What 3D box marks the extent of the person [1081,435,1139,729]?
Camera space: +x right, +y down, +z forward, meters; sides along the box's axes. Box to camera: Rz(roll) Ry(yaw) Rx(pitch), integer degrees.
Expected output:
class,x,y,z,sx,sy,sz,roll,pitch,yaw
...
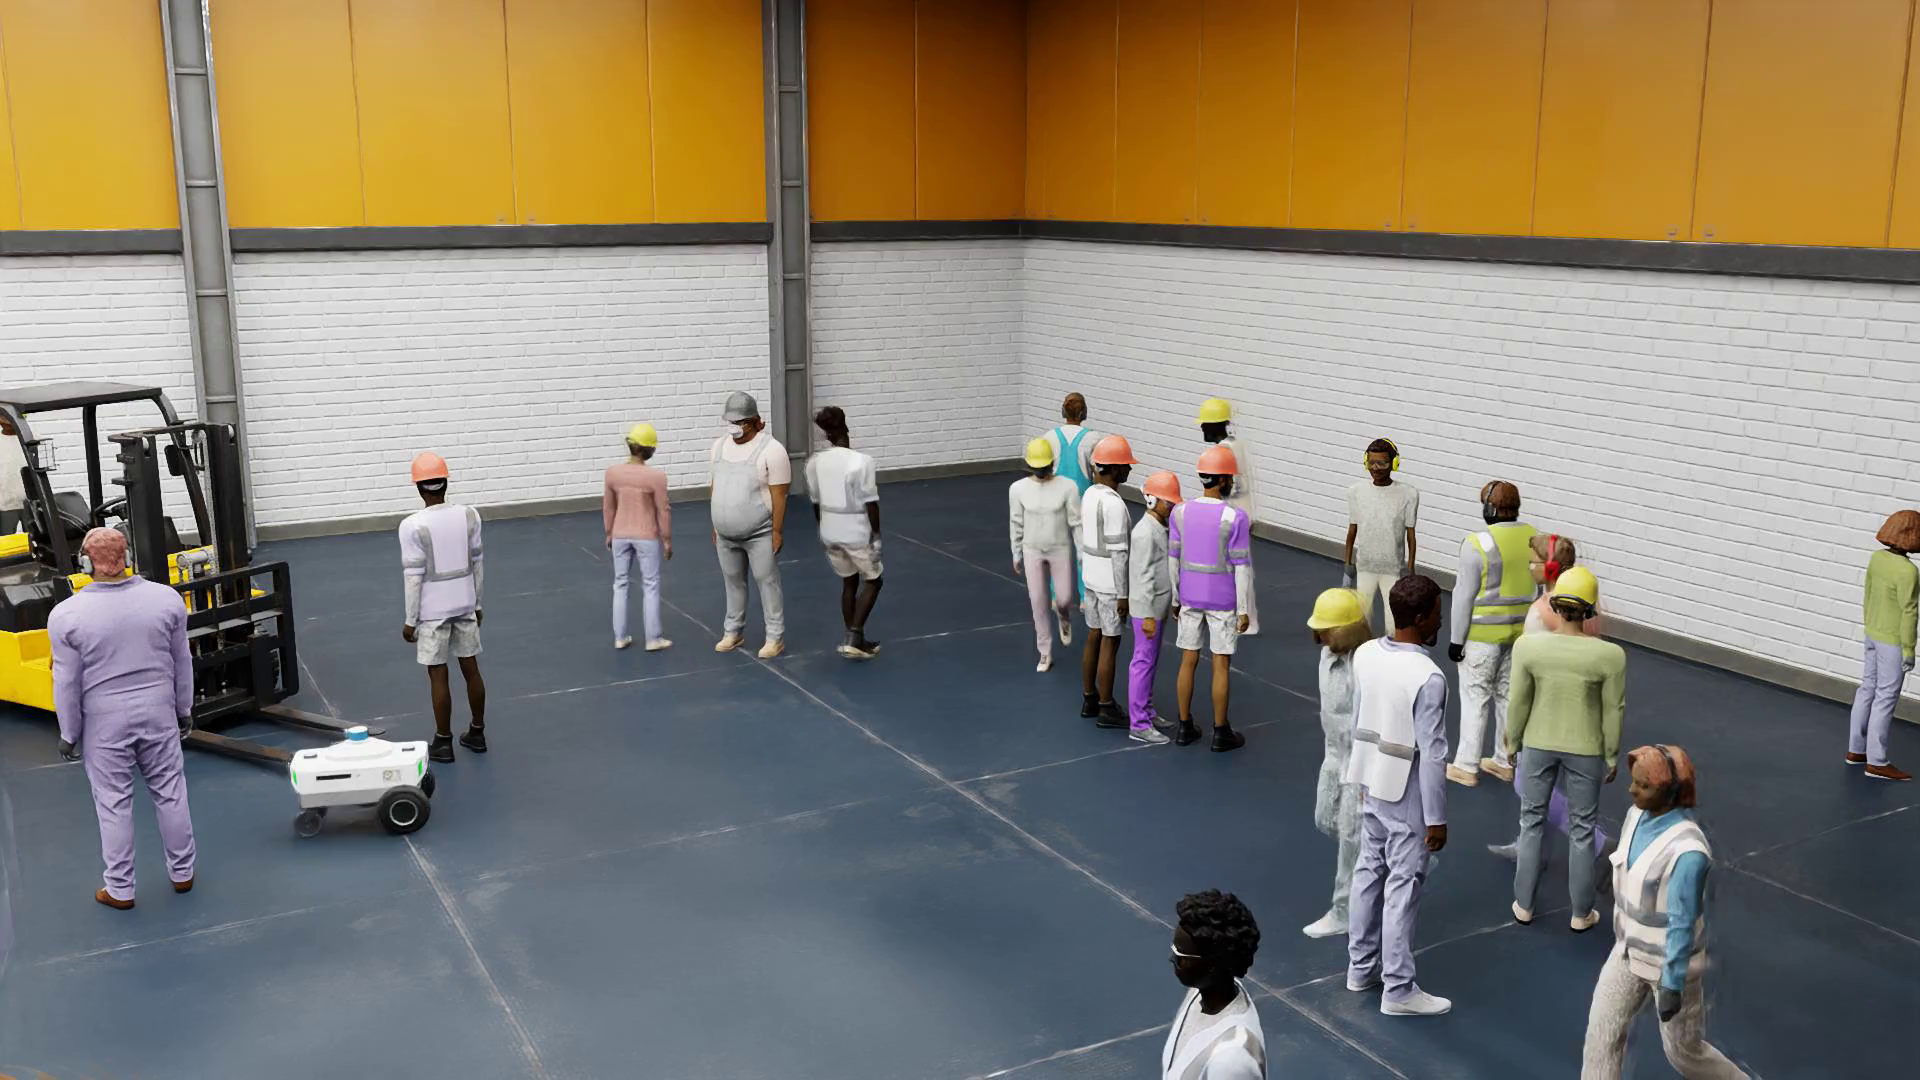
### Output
class,x,y,z,sx,sy,sz,roll,pitch,yaw
person,0.985,0.272,10.928,0.354,1.939,0.544,-4,13,-18

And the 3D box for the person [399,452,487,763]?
class,x,y,z,sx,sy,sz,roll,pitch,yaw
person,-3.200,0.416,10.273,0.374,1.930,0.542,11,16,41

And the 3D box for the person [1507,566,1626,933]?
class,x,y,z,sx,sy,sz,roll,pitch,yaw
person,2.880,0.994,7.949,0.527,1.767,0.331,6,13,26

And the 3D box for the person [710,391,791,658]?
class,x,y,z,sx,sy,sz,roll,pitch,yaw
person,-1.625,-0.125,12.546,0.684,2.000,0.536,6,14,27

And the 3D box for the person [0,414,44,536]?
class,x,y,z,sx,sy,sz,roll,pitch,yaw
person,-7.672,-0.254,13.573,0.336,1.865,0.521,11,16,42

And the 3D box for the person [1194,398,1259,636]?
class,x,y,z,sx,sy,sz,roll,pitch,yaw
person,2.049,-0.173,13.126,0.756,1.888,0.594,4,13,17

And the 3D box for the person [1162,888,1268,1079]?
class,x,y,z,sx,sy,sz,roll,pitch,yaw
person,0.692,1.758,4.533,0.320,1.695,0.537,0,12,1

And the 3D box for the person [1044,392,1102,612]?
class,x,y,z,sx,sy,sz,roll,pitch,yaw
person,0.947,-0.314,13.892,0.514,1.844,0.328,4,13,16

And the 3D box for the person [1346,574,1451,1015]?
class,x,y,z,sx,sy,sz,roll,pitch,yaw
person,1.881,1.088,7.154,0.391,1.918,0.587,-4,13,-19

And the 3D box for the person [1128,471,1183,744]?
class,x,y,z,sx,sy,sz,roll,pitch,yaw
person,1.261,0.419,10.692,0.338,1.744,0.561,3,13,16

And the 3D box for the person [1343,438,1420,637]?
class,x,y,z,sx,sy,sz,roll,pitch,yaw
person,2.856,0.230,11.332,0.504,1.858,0.335,6,14,27

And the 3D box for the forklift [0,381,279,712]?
class,x,y,z,sx,sy,sz,roll,pitch,yaw
forklift,-5.853,0.085,11.199,2.313,2.155,1.214,7,14,28

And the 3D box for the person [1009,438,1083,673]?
class,x,y,z,sx,sy,sz,roll,pitch,yaw
person,0.650,0.081,12.283,0.568,1.732,0.601,2,12,10

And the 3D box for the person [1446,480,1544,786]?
class,x,y,z,sx,sy,sz,roll,pitch,yaw
person,3.166,0.555,9.870,0.635,1.832,0.429,-5,13,-23

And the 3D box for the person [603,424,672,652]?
class,x,y,z,sx,sy,sz,roll,pitch,yaw
person,-2.458,-0.013,12.737,0.543,1.750,0.396,3,12,12

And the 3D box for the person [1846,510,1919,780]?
class,x,y,z,sx,sy,sz,roll,pitch,yaw
person,5.606,0.618,10.025,0.274,1.632,0.507,1,12,3

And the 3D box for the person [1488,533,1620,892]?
class,x,y,z,sx,sy,sz,roll,pitch,yaw
person,3.041,0.872,8.405,0.693,1.818,0.579,10,16,40

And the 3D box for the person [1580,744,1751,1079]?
class,x,y,z,sx,sy,sz,roll,pitch,yaw
person,2.580,1.500,5.982,0.804,1.605,0.515,-1,12,-5

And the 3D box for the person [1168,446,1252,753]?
class,x,y,z,sx,sy,sz,roll,pitch,yaw
person,1.582,0.368,10.484,0.551,1.933,0.366,8,14,34

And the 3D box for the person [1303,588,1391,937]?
class,x,y,z,sx,sy,sz,roll,pitch,yaw
person,1.877,1.042,7.826,0.606,1.714,0.498,-4,13,-16

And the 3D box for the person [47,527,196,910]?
class,x,y,z,sx,sy,sz,roll,pitch,yaw
person,-4.114,0.871,8.203,0.638,1.906,0.407,-11,16,-42

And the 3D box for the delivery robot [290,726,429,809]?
class,x,y,z,sx,sy,sz,roll,pitch,yaw
delivery robot,-3.332,1.280,9.245,0.707,0.478,0.477,-3,12,-13

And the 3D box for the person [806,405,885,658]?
class,x,y,z,sx,sy,sz,roll,pitch,yaw
person,-0.818,-0.046,12.438,0.641,1.927,0.454,9,15,35
